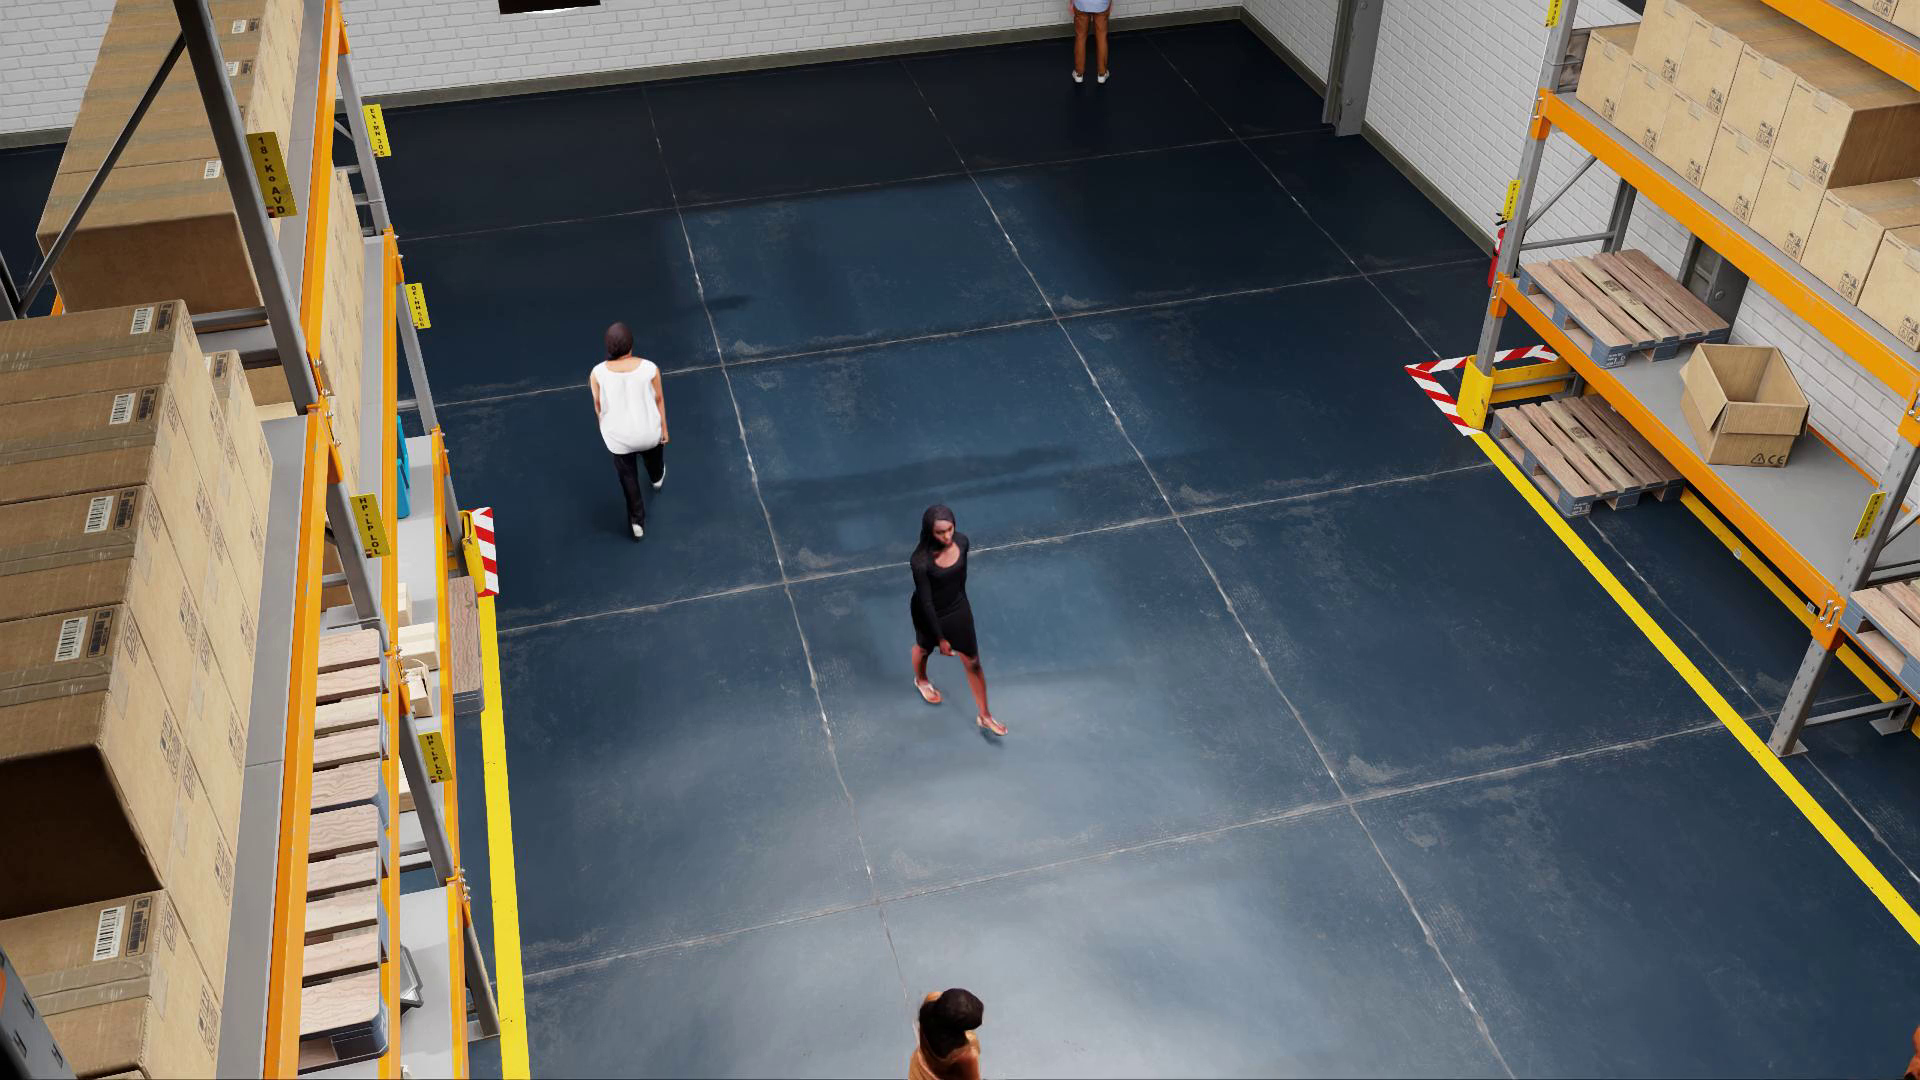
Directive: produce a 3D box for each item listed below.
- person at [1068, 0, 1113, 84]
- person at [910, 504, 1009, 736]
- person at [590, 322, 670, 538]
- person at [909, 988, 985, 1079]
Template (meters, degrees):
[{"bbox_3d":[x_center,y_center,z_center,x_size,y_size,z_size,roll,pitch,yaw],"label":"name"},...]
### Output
[{"bbox_3d":[1.462,-5.973,18.397,0.756,1.827,0.713,3,39,4],"label":"person"},{"bbox_3d":[-0.191,0.434,10.488,0.882,1.686,1.138,-27,46,-30],"label":"person"},{"bbox_3d":[-2.376,-0.773,12.027,0.765,1.652,1.083,-4,39,-5],"label":"person"},{"bbox_3d":[-0.067,2.568,7.833,0.588,1.663,0.725,25,45,28],"label":"person"}]
